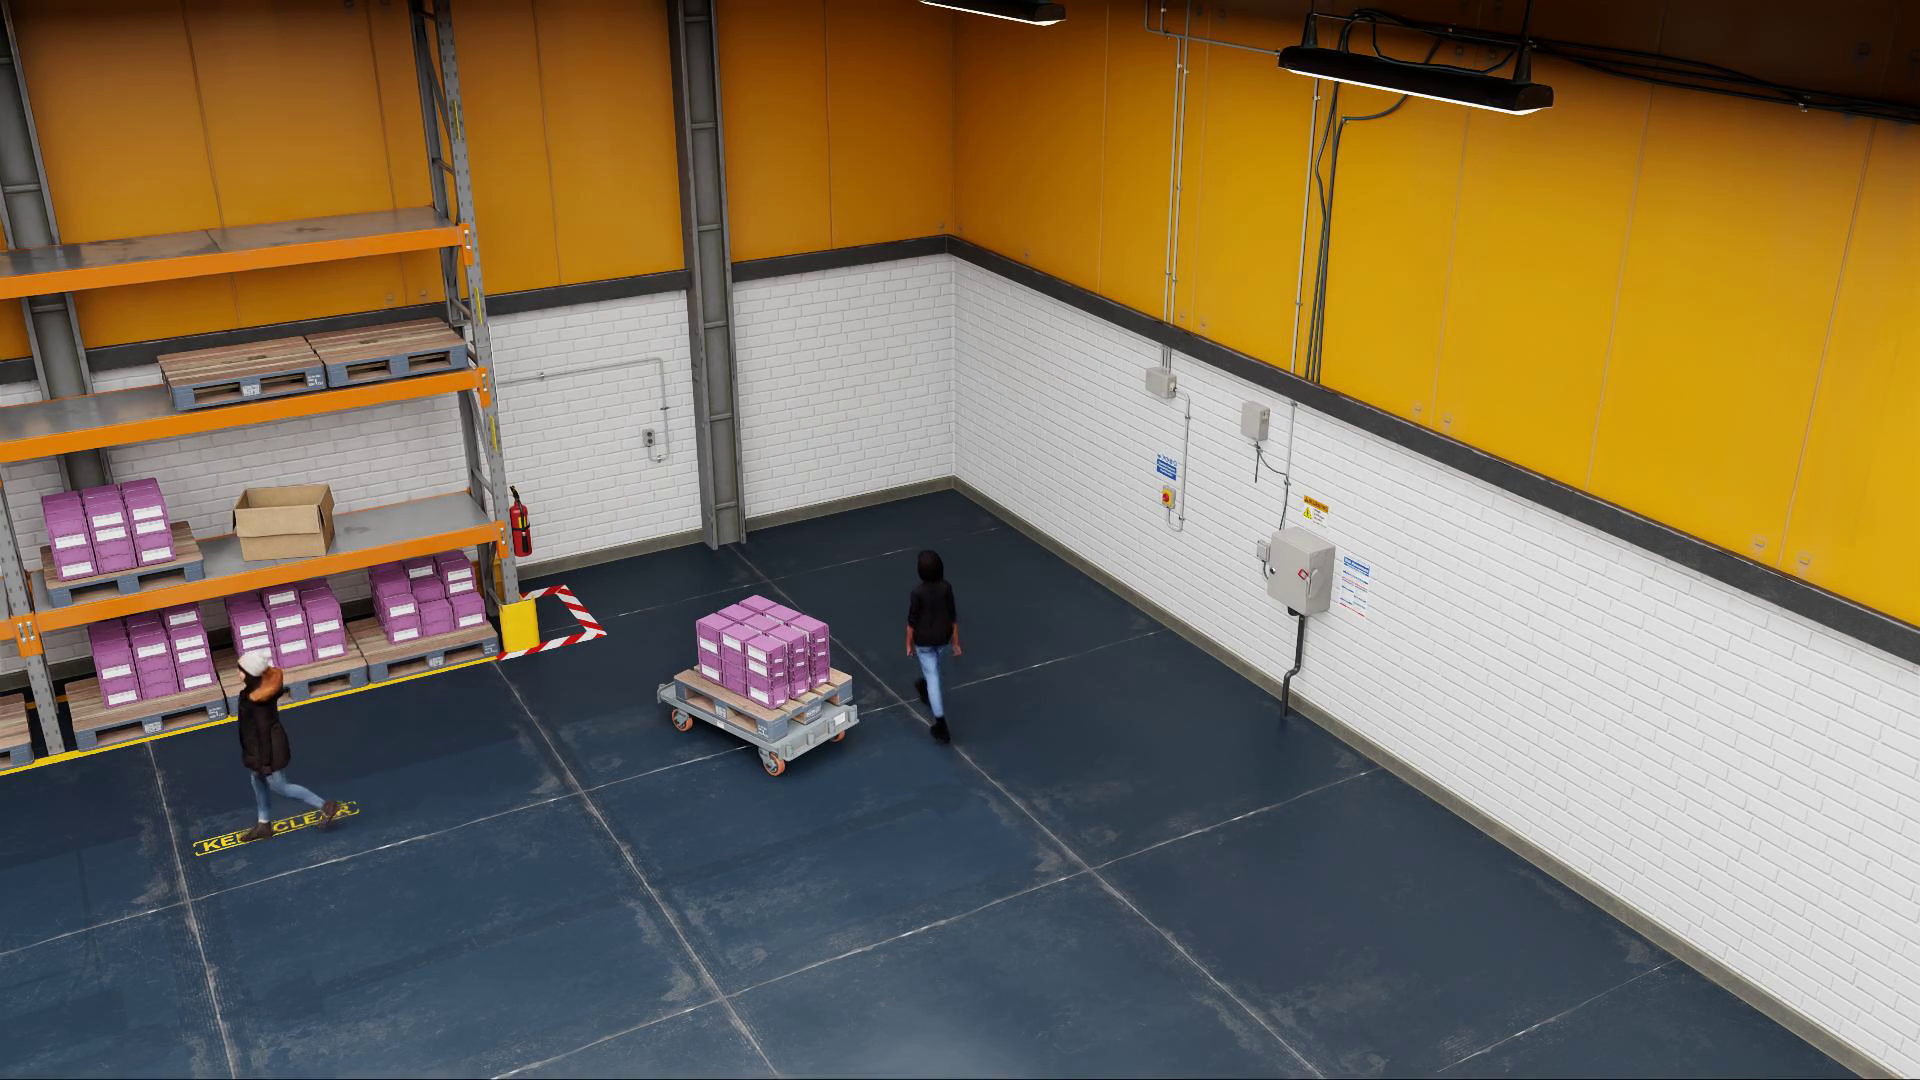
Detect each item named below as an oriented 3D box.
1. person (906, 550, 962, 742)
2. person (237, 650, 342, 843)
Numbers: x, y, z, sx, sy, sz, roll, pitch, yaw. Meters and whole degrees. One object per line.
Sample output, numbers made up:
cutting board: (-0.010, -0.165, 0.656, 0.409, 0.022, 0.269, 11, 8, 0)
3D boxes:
person: (-0.204, 0.936, 14.191, 1.091, 1.648, 0.692, -10, 26, -23)
person: (-5.234, 1.583, 12.757, 1.023, 1.612, 0.685, -10, 26, -22)
